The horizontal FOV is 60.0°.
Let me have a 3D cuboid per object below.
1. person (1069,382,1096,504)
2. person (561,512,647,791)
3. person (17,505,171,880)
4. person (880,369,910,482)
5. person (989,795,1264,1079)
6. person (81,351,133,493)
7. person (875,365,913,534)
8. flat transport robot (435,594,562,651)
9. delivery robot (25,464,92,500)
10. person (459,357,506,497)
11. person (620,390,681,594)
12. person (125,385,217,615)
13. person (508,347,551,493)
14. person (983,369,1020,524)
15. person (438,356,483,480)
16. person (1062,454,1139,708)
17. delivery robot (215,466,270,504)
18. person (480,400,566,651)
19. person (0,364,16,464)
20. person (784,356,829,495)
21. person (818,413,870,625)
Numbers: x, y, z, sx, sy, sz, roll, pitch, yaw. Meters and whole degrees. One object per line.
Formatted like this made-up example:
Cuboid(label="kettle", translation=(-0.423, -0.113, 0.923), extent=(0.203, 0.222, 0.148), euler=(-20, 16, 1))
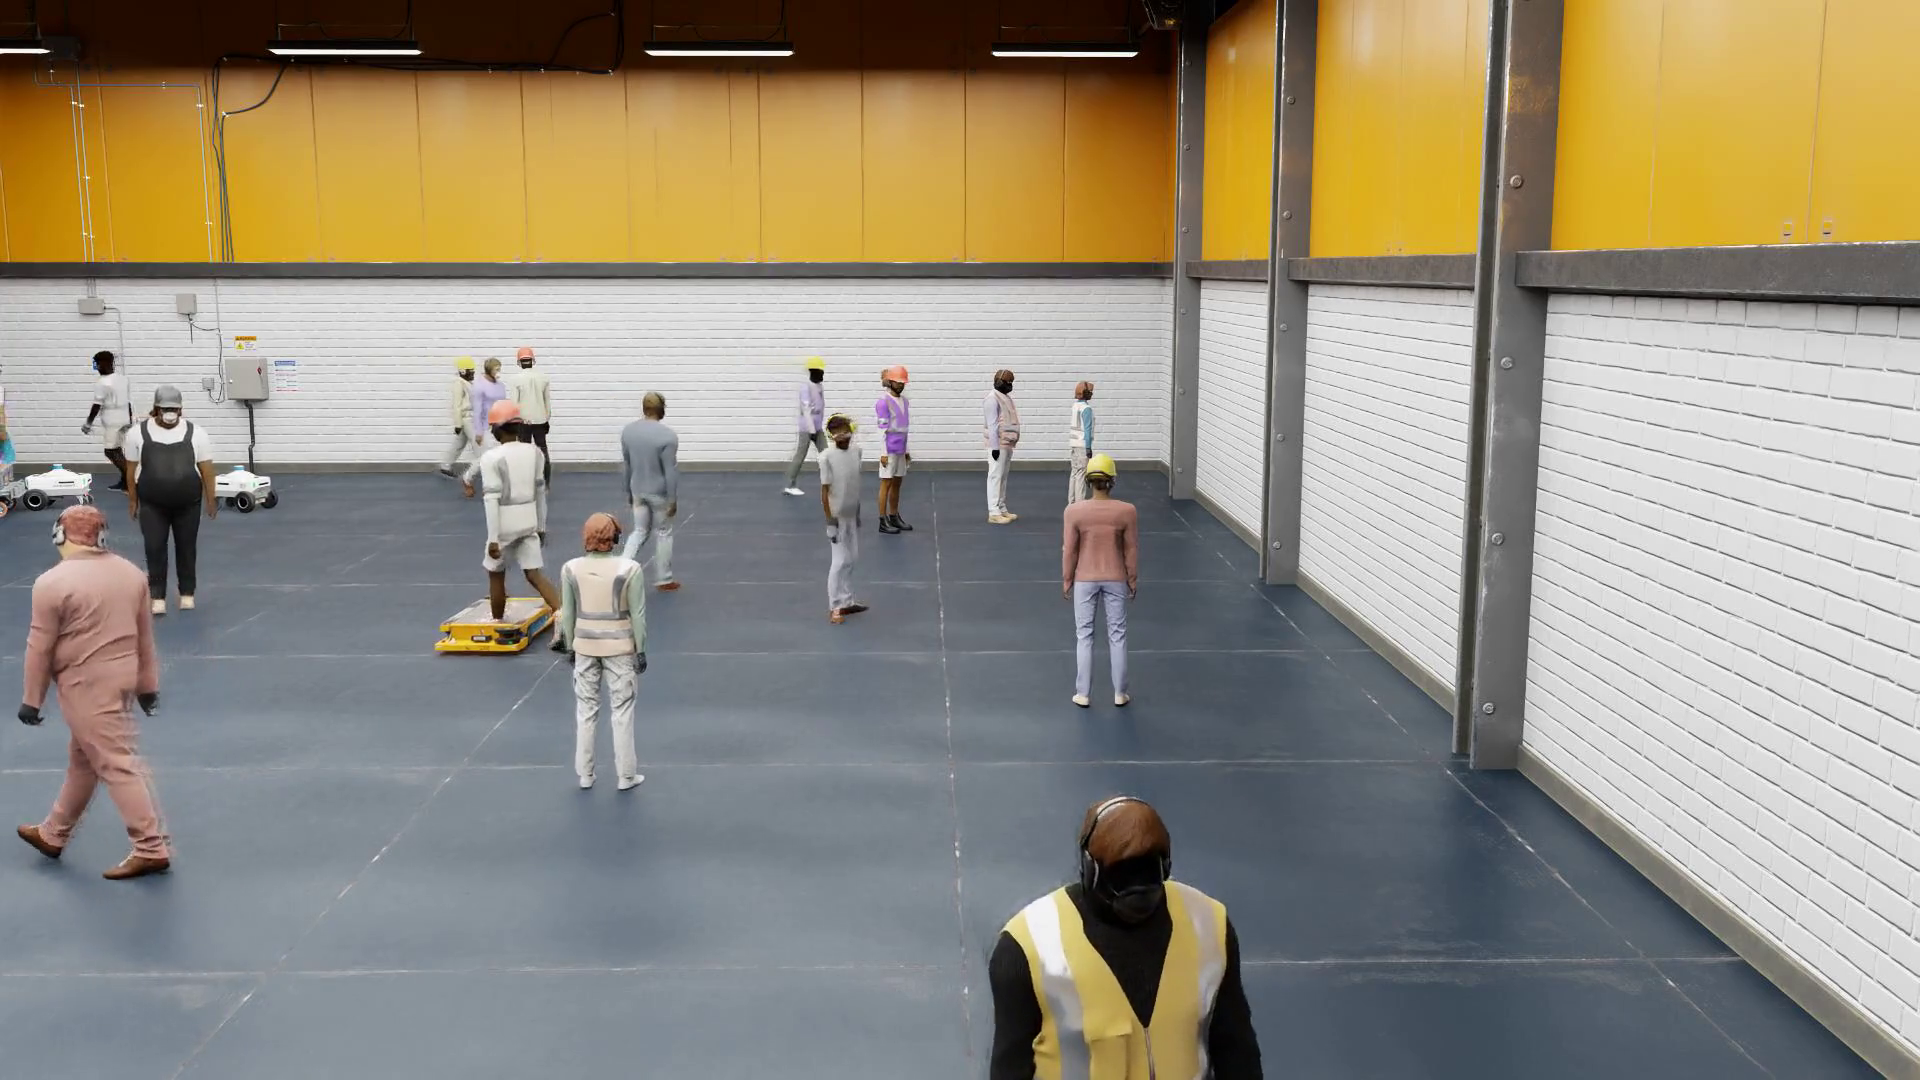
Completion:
Cuboid(label="person", translation=(1.527, -1.165, 20.829), extent=(0.314, 1.629, 0.508), euler=(-2, 9, -12))
Cuboid(label="person", translation=(-2.070, 0.655, 9.676), extent=(0.517, 1.631, 0.315), euler=(2, 9, 11))
Cuboid(label="person", translation=(-4.419, 0.757, 8.374), extent=(0.973, 1.841, 0.618), euler=(1, 9, 7))
Cuboid(label="person", translation=(-0.964, -1.624, 23.687), extent=(0.408, 1.615, 0.497), euler=(-2, 10, -14))
Cuboid(label="person", translation=(0.425, 1.497, 3.968), extent=(0.641, 1.791, 0.958), euler=(-3, 10, -17))
Cuboid(label="person", translation=(-11.418, -1.586, 22.460), extent=(0.658, 1.936, 0.621), euler=(1, 9, 4))
Cuboid(label="person", translation=(-0.737, -1.045, 19.157), extent=(0.375, 1.934, 0.547), euler=(6, 11, 31))
Cuboid(label="flat transport robot", translation=(-3.770, 0.673, 13.708), extent=(0.652, 0.197, 1.431), euler=(0, 9, 2))
Cuboid(label="delivery robot", translation=(-11.421, -0.718, 21.085), extent=(0.707, 0.478, 0.477), euler=(-2, 9, -15))
Cuboid(label="person", translation=(-6.159, -1.430, 21.630), extent=(0.689, 1.911, 0.640), euler=(4, 10, 23))
Cuboid(label="person", translation=(-2.888, -0.421, 15.355), extent=(0.632, 1.923, 0.708), euler=(4, 10, 25))
Cuboid(label="person", translation=(-6.924, -0.362, 14.647), extent=(0.708, 2.000, 0.703), euler=(-5, 10, -28))
Cuboid(label="person", translation=(-5.798, -1.602, 22.398), extent=(0.613, 1.991, 0.391), euler=(-8, 12, -42))
Cuboid(label="person", translation=(0.506, -1.125, 19.953), extent=(0.429, 1.838, 0.621), euler=(3, 10, 17))
Cuboid(label="person", translation=(-7.109, -1.738, 23.866), extent=(0.917, 1.796, 0.593), euler=(-1, 9, -4))
Cuboid(label="person", translation=(0.968, 0.284, 11.527), extent=(0.529, 1.765, 0.327), euler=(0, 9, 0))
Cuboid(label="delivery robot", translation=(-9.049, -0.693, 20.916), extent=(0.707, 0.478, 0.477), euler=(3, 10, 17))
Cuboid(label="person", translation=(-3.481, -0.106, 13.193), extent=(0.949, 2.015, 0.620), euler=(7, 11, 35))
Cuboid(label="person", translation=(-12.819, -1.457, 22.049), extent=(0.602, 1.812, 0.477), euler=(3, 10, 20))
Cuboid(label="person", translation=(-1.924, -1.515, 22.215), extent=(0.986, 1.872, 0.633), euler=(3, 10, 20))
Cuboid(label="person", translation=(-0.969, -0.201, 14.314), extent=(0.414, 1.828, 0.697), euler=(6, 11, 34))
